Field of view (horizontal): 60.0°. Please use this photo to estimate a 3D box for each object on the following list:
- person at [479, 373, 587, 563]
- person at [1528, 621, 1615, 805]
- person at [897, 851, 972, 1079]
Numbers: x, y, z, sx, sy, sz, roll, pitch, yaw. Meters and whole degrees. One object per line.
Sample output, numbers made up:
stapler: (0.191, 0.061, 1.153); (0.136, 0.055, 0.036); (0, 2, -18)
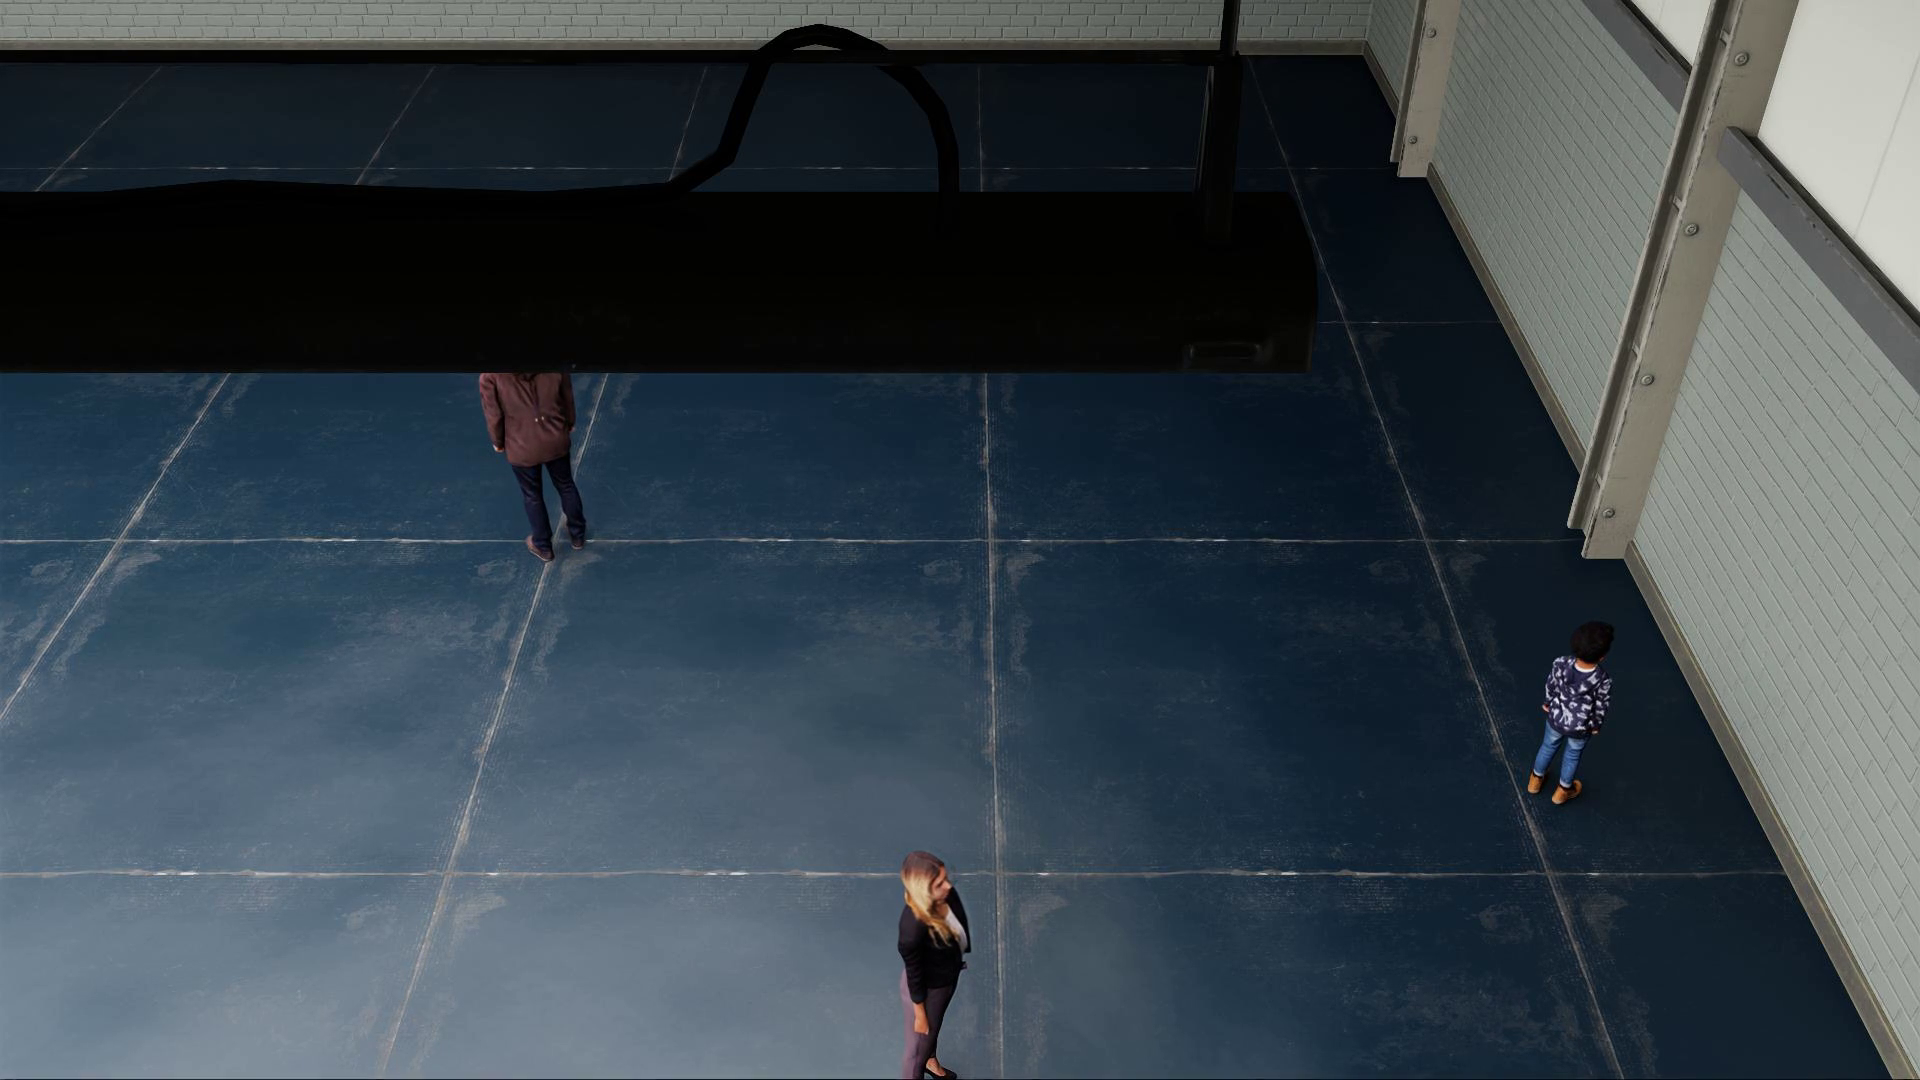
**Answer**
person: (-2.759, -0.686, 10.822); (0.862, 1.847, 0.859); (-19, 41, -23)
person: (3.381, 0.943, 9.171); (0.587, 1.251, 0.640); (27, 45, 30)
person: (-0.147, 1.989, 7.448); (0.710, 1.672, 0.556); (10, 38, 13)
